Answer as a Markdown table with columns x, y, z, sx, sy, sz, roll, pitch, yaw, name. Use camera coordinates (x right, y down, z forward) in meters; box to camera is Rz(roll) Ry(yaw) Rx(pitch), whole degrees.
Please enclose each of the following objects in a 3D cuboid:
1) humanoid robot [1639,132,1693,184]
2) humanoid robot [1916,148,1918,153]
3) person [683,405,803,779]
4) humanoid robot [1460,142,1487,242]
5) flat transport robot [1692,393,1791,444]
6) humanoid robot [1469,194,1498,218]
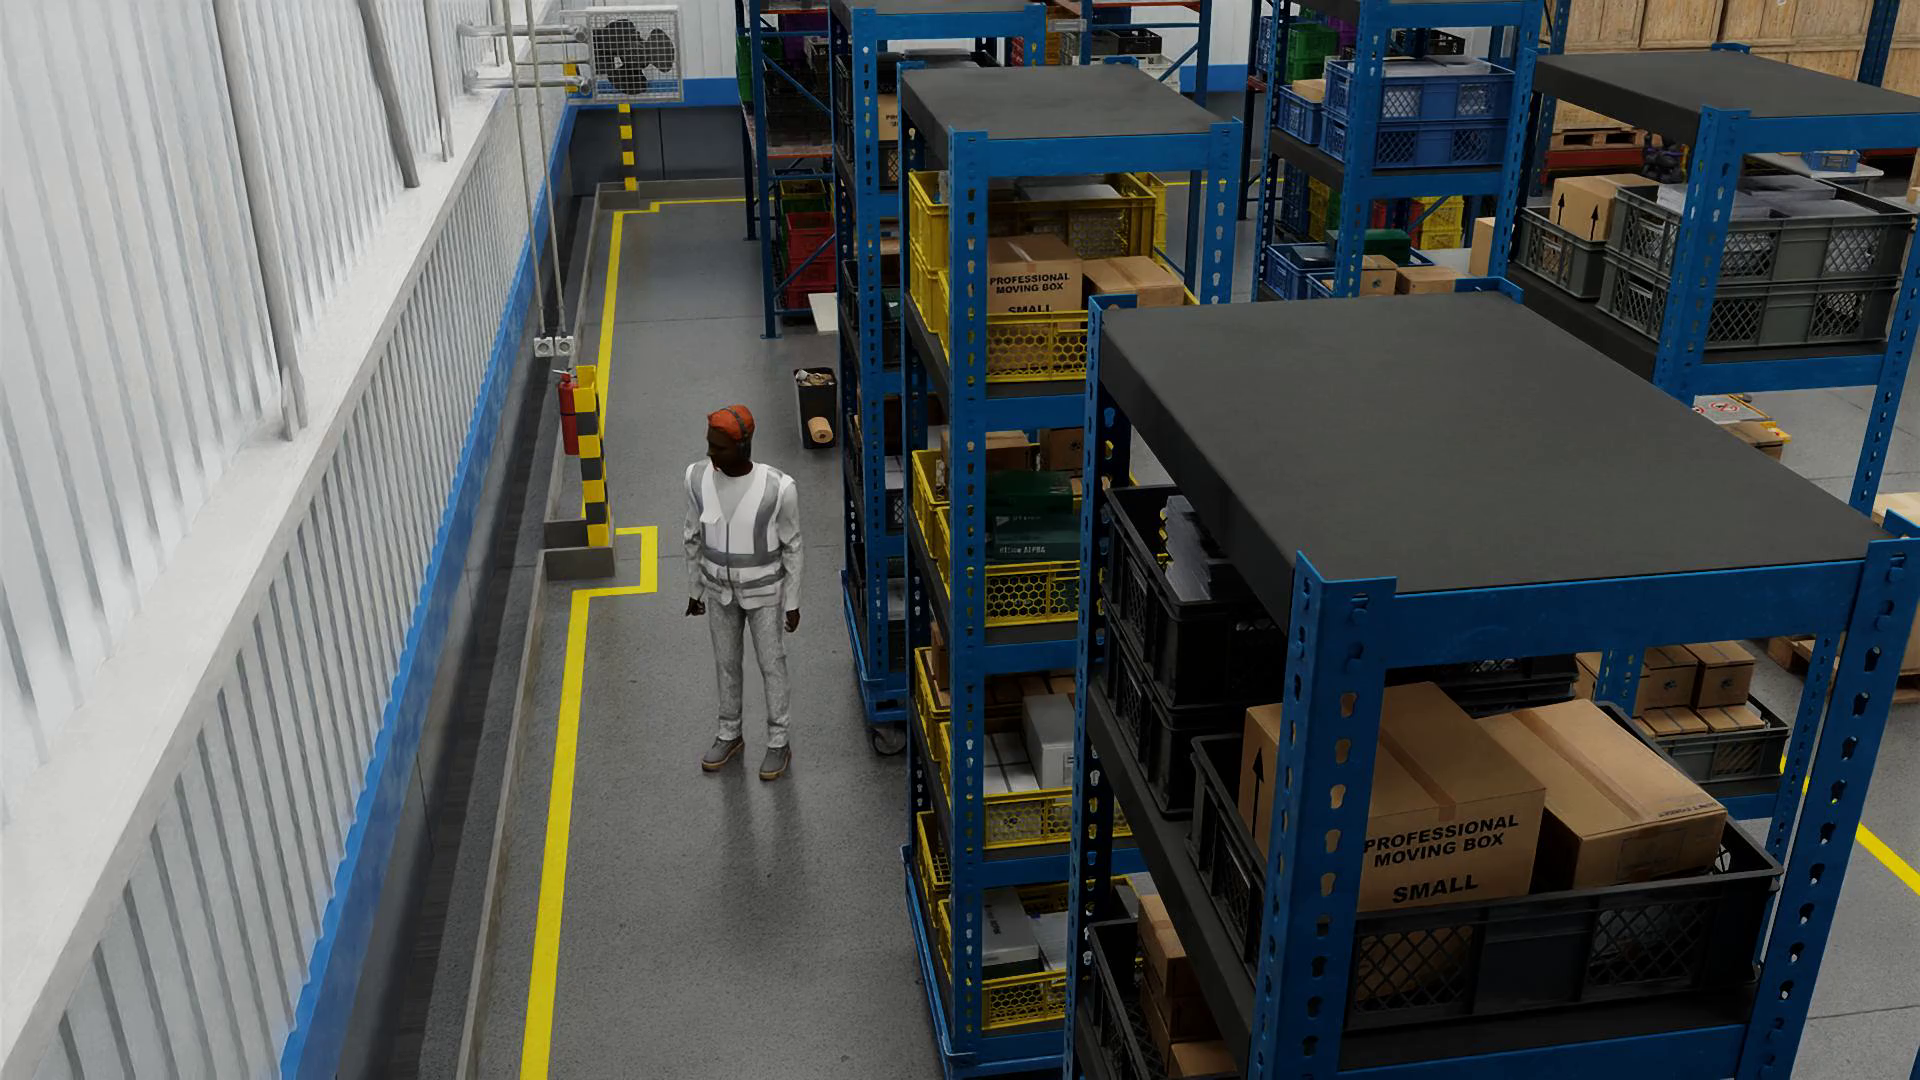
| x | y | z | sx | sy | sz | roll | pitch | yaw | name |
| --- | --- | --- | --- | --- | --- | --- | --- | --- | --- |
| 7.103 | -3.755 | 16.758 | 0.327 | 1.657 | 0.591 | -17 | 29 | -32 | humanoid robot |
| 10.807 | -4.396 | 18.153 | 0.608 | 1.657 | 0.314 | 4 | 25 | 10 | humanoid robot |
| -1.016 | 0.249 | 7.825 | 0.580 | 1.881 | 0.338 | 8 | 26 | 16 | person |
| 5.165 | -3.617 | 16.472 | 0.576 | 1.651 | 0.340 | -15 | 28 | -29 | humanoid robot |
| 5.224 | -0.859 | 12.132 | 1.431 | 0.197 | 0.652 | -4 | 25 | -8 | flat transport robot |
| 5.145 | -3.447 | 16.108 | 0.337 | 1.654 | 0.568 | -9 | 26 | -19 | humanoid robot |
